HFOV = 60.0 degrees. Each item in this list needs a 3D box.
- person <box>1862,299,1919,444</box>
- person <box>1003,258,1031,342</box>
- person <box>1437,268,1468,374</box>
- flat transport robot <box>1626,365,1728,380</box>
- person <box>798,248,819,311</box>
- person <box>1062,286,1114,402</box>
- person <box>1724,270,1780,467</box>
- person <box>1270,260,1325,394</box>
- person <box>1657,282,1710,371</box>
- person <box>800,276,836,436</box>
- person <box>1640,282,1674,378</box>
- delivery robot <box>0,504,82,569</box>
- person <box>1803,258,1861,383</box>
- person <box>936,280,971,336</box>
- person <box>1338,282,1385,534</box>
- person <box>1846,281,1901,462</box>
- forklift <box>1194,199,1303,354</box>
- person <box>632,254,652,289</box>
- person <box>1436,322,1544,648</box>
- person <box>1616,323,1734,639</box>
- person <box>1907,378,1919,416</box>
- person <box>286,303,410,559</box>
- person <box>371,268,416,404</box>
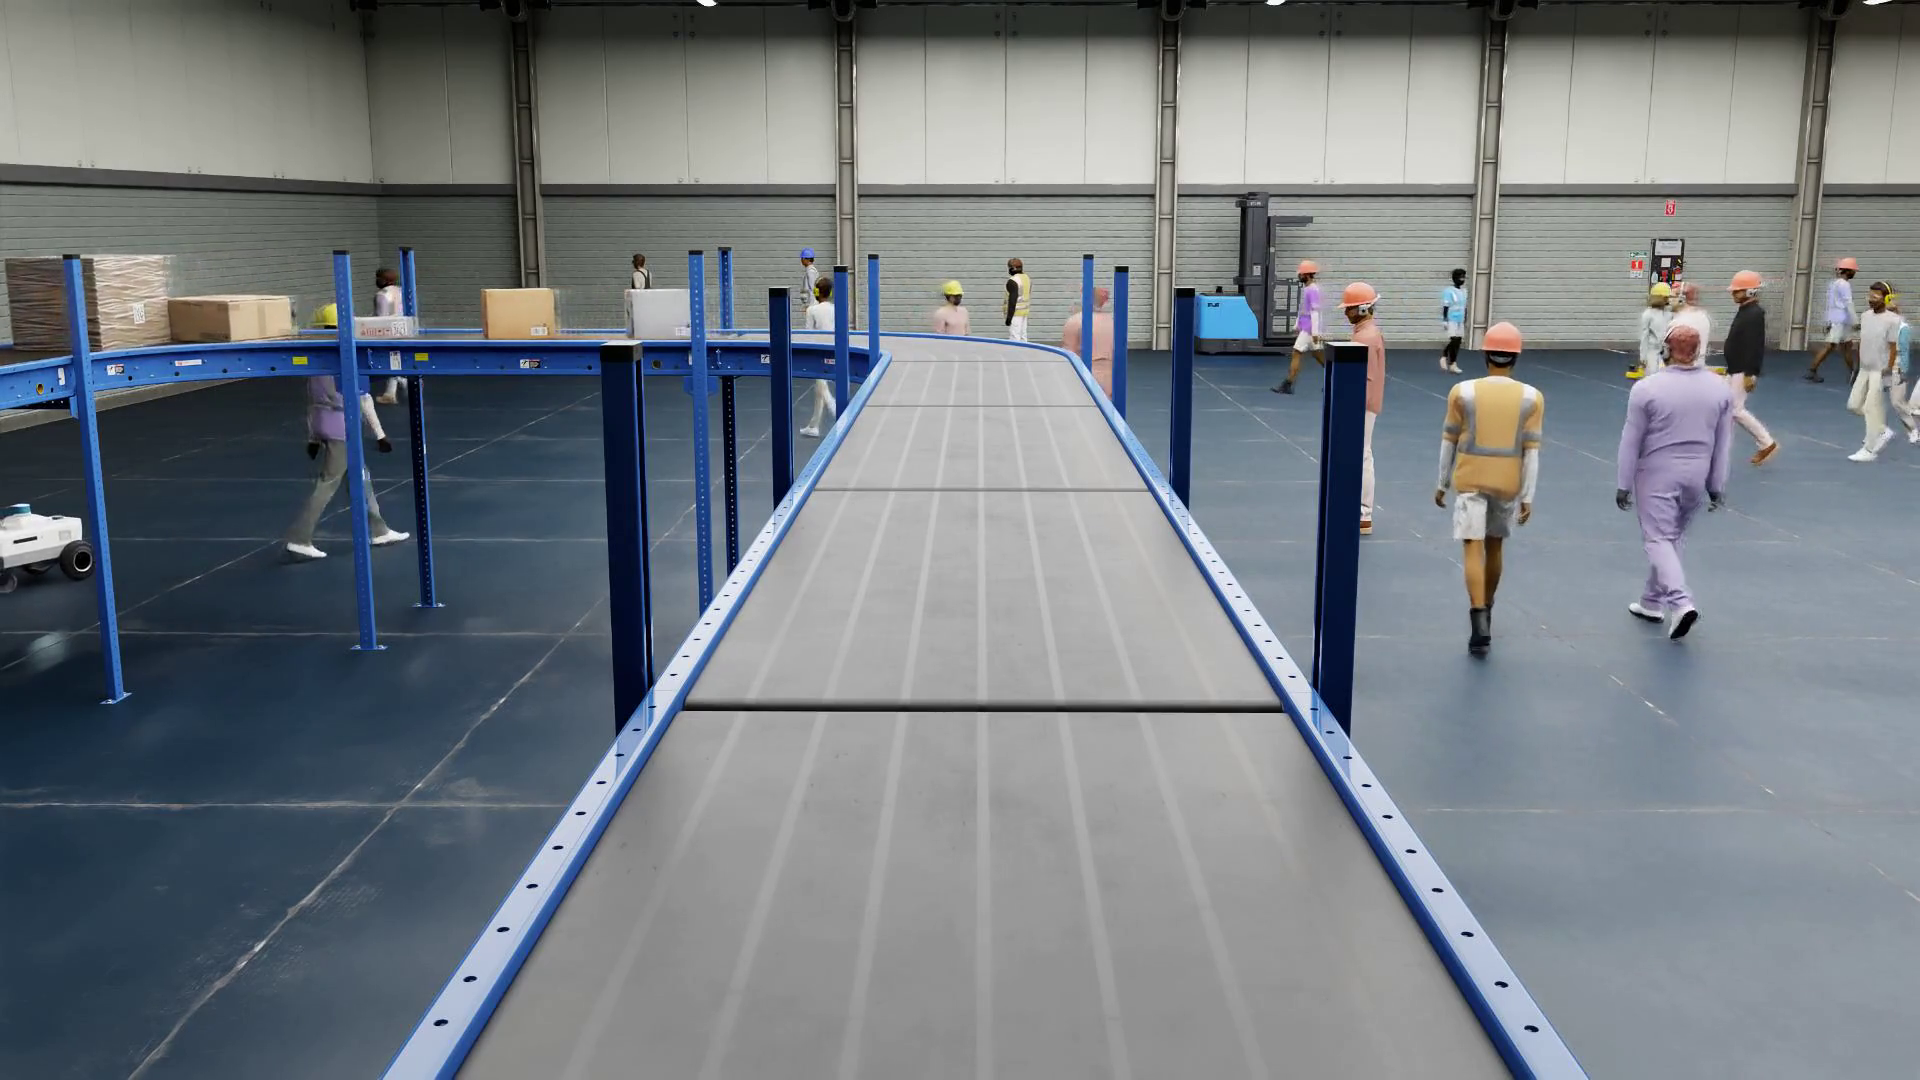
[{"bbox_3d":[10.319,-1.856,18.362,0.556,1.612,0.533,-3,11,-16],"label":"person"},{"bbox_3d":[0.902,-3.628,26.934,0.428,1.849,0.637,5,12,26],"label":"person"},{"bbox_3d":[7.950,-3.511,26.672,0.547,1.682,0.370,-8,13,-35],"label":"person"},{"bbox_3d":[11.153,-2.600,25.758,1.431,0.197,0.652,9,14,39],"label":"flat transport robot"},{"bbox_3d":[-2.656,-4.183,29.457,0.391,1.949,0.602,-1,11,-6],"label":"person"},{"bbox_3d":[1.207,-1.397,15.370,0.696,1.868,0.440,-8,14,-37],"label":"person"},{"bbox_3d":[7.812,-1.693,16.591,0.695,1.980,0.622,3,11,15],"label":"person"},{"bbox_3d":[5.003,-3.028,23.705,1.005,1.897,0.564,2,11,9],"label":"person"},{"bbox_3d":[6.802,-1.528,15.982,0.733,1.880,0.668,10,15,41],"label":"person"},{"bbox_3d":[-1.528,-2.059,18.839,0.925,1.838,0.513,9,14,40],"label":"person"},{"bbox_3d":[8.321,-2.226,19.944,0.505,1.729,0.432,-6,12,-27],"label":"person"},{"bbox_3d":[-6.436,-0.005,11.447,0.477,0.478,0.707,5,12,23],"label":"delivery robot"},{"bbox_3d":[13.352,-3.321,25.216,0.969,1.891,0.554,3,12,17],"label":"person"},{"bbox_3d":[-0.139,-2.307,20.343,0.763,1.742,0.521,10,15,41],"label":"person"},{"bbox_3d":[3.179,-1.055,13.281,0.385,1.990,0.608,2,11,11],"label":"person"},{"bbox_3d":[9.477,-1.745,17.184,0.484,1.851,0.546,-2,11,-12],"label":"person"},{"bbox_3d":[5.313,-4.851,30.603,1.873,2.768,1.129,0,11,1],"label":"forklift"},{"bbox_3d":[-5.704,-4.196,29.791,0.343,1.847,0.506,5,12,23],"label":"person"},{"bbox_3d":[3.123,-0.330,9.805,0.555,1.904,0.961,2,11,8],"label":"person"},{"bbox_3d":[4.314,-0.367,10.049,0.651,1.879,0.892,-1,11,-6],"label":"person"},{"bbox_3d":[12.419,-2.349,20.953,0.879,1.592,0.542,2,11,11],"label":"person"},{"bbox_3d":[-4.632,-0.817,12.368,0.592,1.877,1.013,11,15,44],"label":"person"},{"bbox_3d":[-7.634,-2.745,22.392,0.604,1.826,0.631,2,11,10],"label":"person"}]
